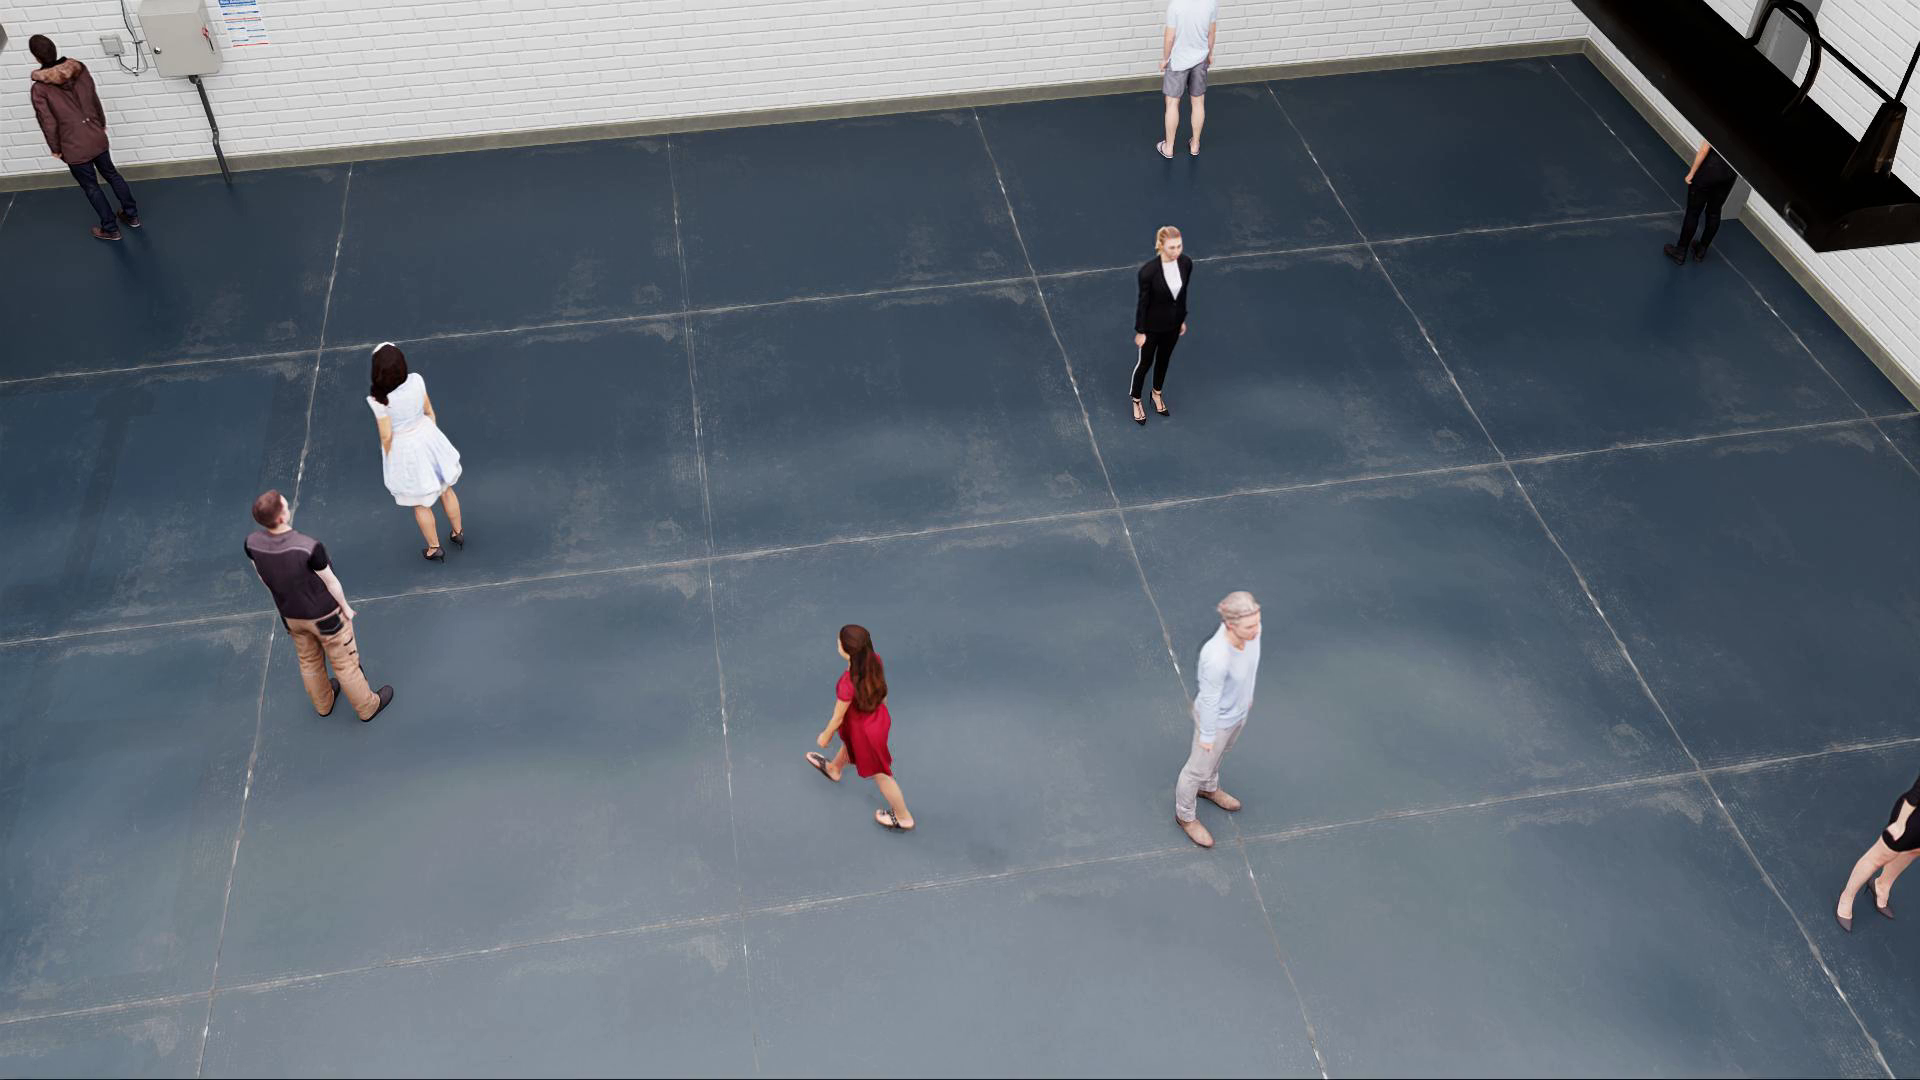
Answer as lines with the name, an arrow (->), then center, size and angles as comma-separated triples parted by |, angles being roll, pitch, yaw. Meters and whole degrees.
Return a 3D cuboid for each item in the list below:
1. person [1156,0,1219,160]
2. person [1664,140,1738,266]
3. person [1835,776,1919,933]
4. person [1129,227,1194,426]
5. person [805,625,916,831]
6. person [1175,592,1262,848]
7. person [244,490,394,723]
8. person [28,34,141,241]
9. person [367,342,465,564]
person -> 2.079, -4.358, 15.183 | 0.656, 1.832, 0.559 | -5, 44, -5
person -> 6.332, -3.087, 13.952 | 0.593, 1.688, 0.535 | -6, 44, -6
person -> 5.257, 1.505, 9.047 | 0.589, 1.805, 0.502 | -9, 44, -10
person -> 1.494, -1.604, 12.383 | 0.673, 1.705, 0.625 | -20, 47, -19
person -> -0.491, 1.129, 9.659 | 1.008, 1.506, 1.037 | 19, 47, 19
person -> 1.499, 0.980, 9.535 | 0.791, 1.892, 0.744 | 28, 50, 26
person -> -3.979, 0.412, 10.168 | 0.762, 1.841, 0.732 | 9, 44, 9
person -> -7.510, -3.433, 14.202 | 0.932, 1.845, 0.836 | 19, 47, 19
person -> -3.666, -0.577, 11.228 | 0.906, 1.812, 0.854 | 33, 53, 30
